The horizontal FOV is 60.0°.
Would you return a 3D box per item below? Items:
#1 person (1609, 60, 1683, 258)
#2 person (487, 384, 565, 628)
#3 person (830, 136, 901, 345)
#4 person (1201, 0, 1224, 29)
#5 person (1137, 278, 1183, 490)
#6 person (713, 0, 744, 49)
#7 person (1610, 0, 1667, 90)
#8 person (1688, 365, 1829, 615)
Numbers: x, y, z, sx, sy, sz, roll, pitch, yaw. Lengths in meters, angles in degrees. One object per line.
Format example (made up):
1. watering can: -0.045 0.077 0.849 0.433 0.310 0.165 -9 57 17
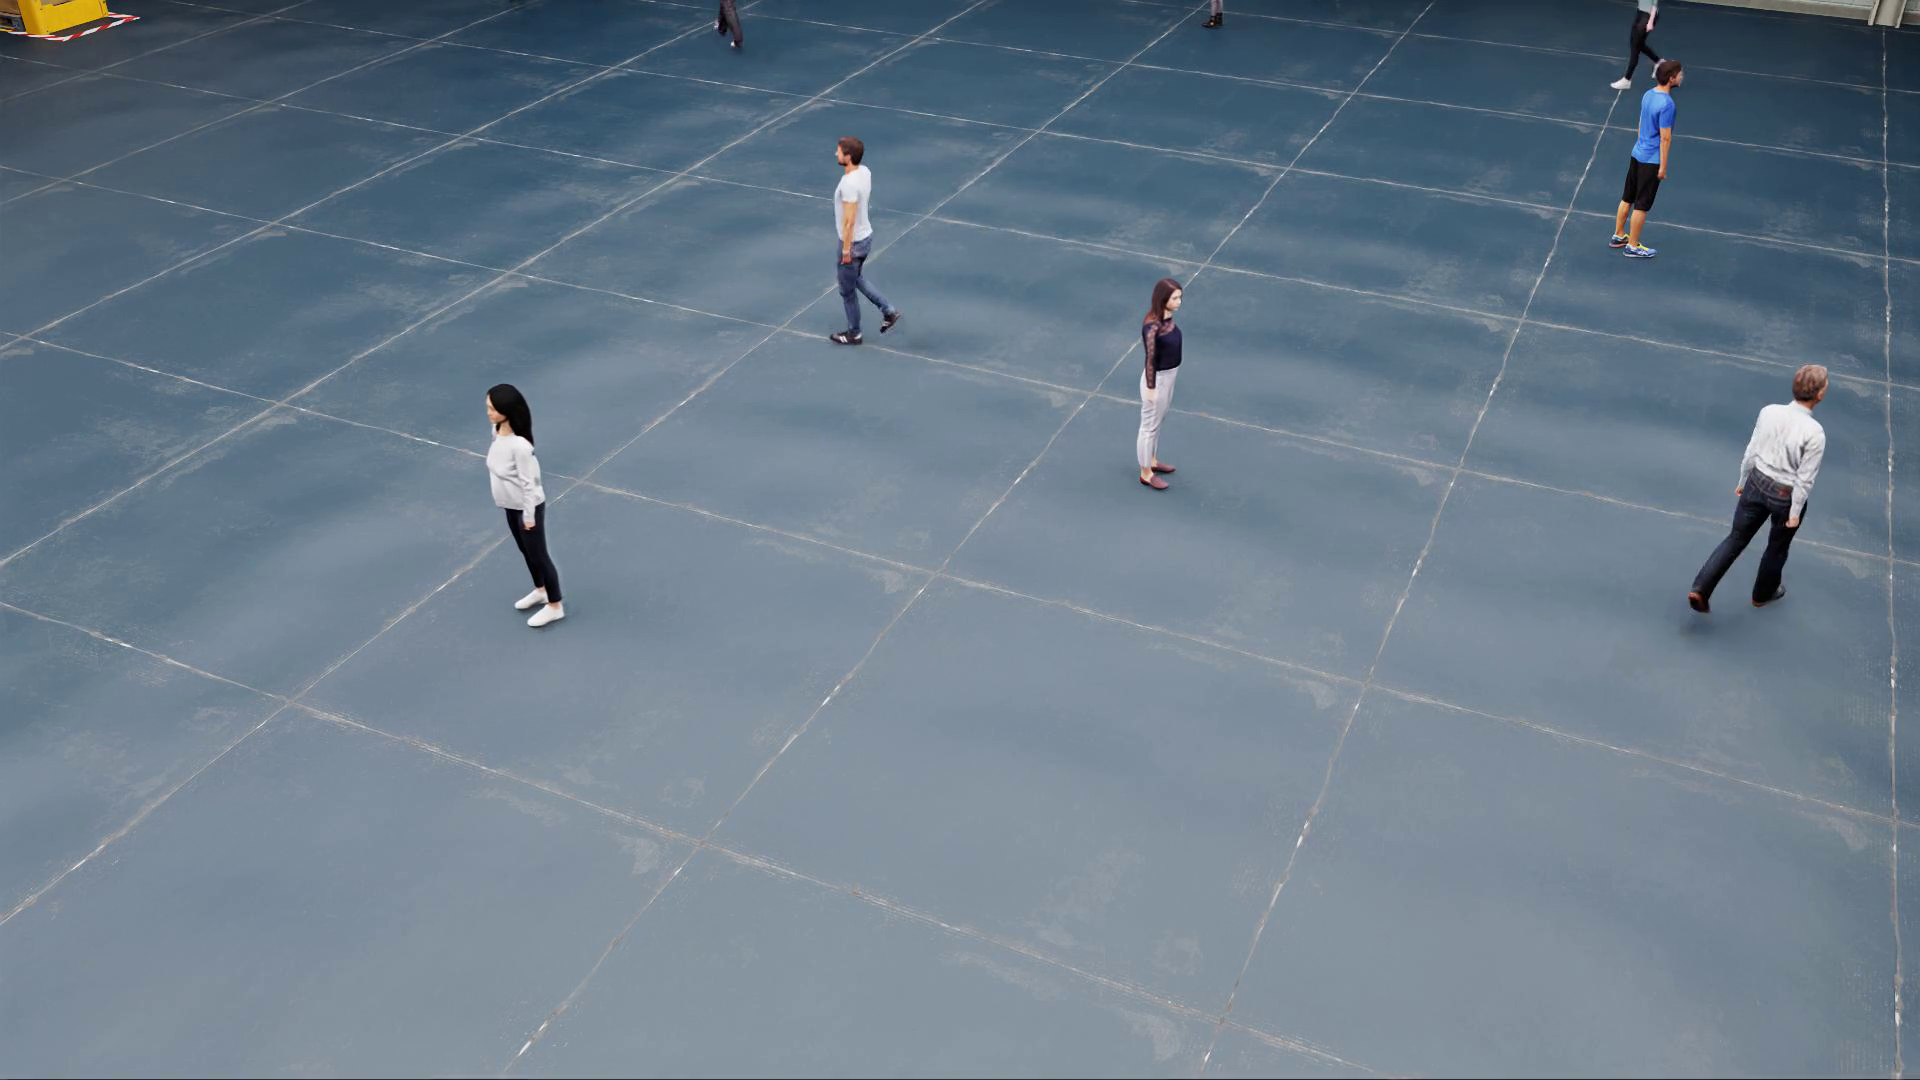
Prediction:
1. person: 6.587 -3.658 15.935 0.735 1.869 0.706 -5 33 -8
2. person: -2.790 -0.236 10.670 0.740 1.700 0.616 -24 39 -33
3. person: -0.814 -2.526 14.155 0.903 1.856 0.740 8 33 12
4. person: 3.554 -7.746 22.972 0.516 1.277 0.500 19 37 27
5. person: 1.471 -1.158 12.217 0.556 1.608 0.617 11 34 17
6. person: -3.064 -7.405 21.929 1.077 1.812 1.291 -20 37 -28
7. person: 8.485 -6.388 20.396 1.021 1.729 0.849 -2 32 -4
8. person: 5.148 -0.274 10.641 1.125 1.795 1.178 -18 36 -26
